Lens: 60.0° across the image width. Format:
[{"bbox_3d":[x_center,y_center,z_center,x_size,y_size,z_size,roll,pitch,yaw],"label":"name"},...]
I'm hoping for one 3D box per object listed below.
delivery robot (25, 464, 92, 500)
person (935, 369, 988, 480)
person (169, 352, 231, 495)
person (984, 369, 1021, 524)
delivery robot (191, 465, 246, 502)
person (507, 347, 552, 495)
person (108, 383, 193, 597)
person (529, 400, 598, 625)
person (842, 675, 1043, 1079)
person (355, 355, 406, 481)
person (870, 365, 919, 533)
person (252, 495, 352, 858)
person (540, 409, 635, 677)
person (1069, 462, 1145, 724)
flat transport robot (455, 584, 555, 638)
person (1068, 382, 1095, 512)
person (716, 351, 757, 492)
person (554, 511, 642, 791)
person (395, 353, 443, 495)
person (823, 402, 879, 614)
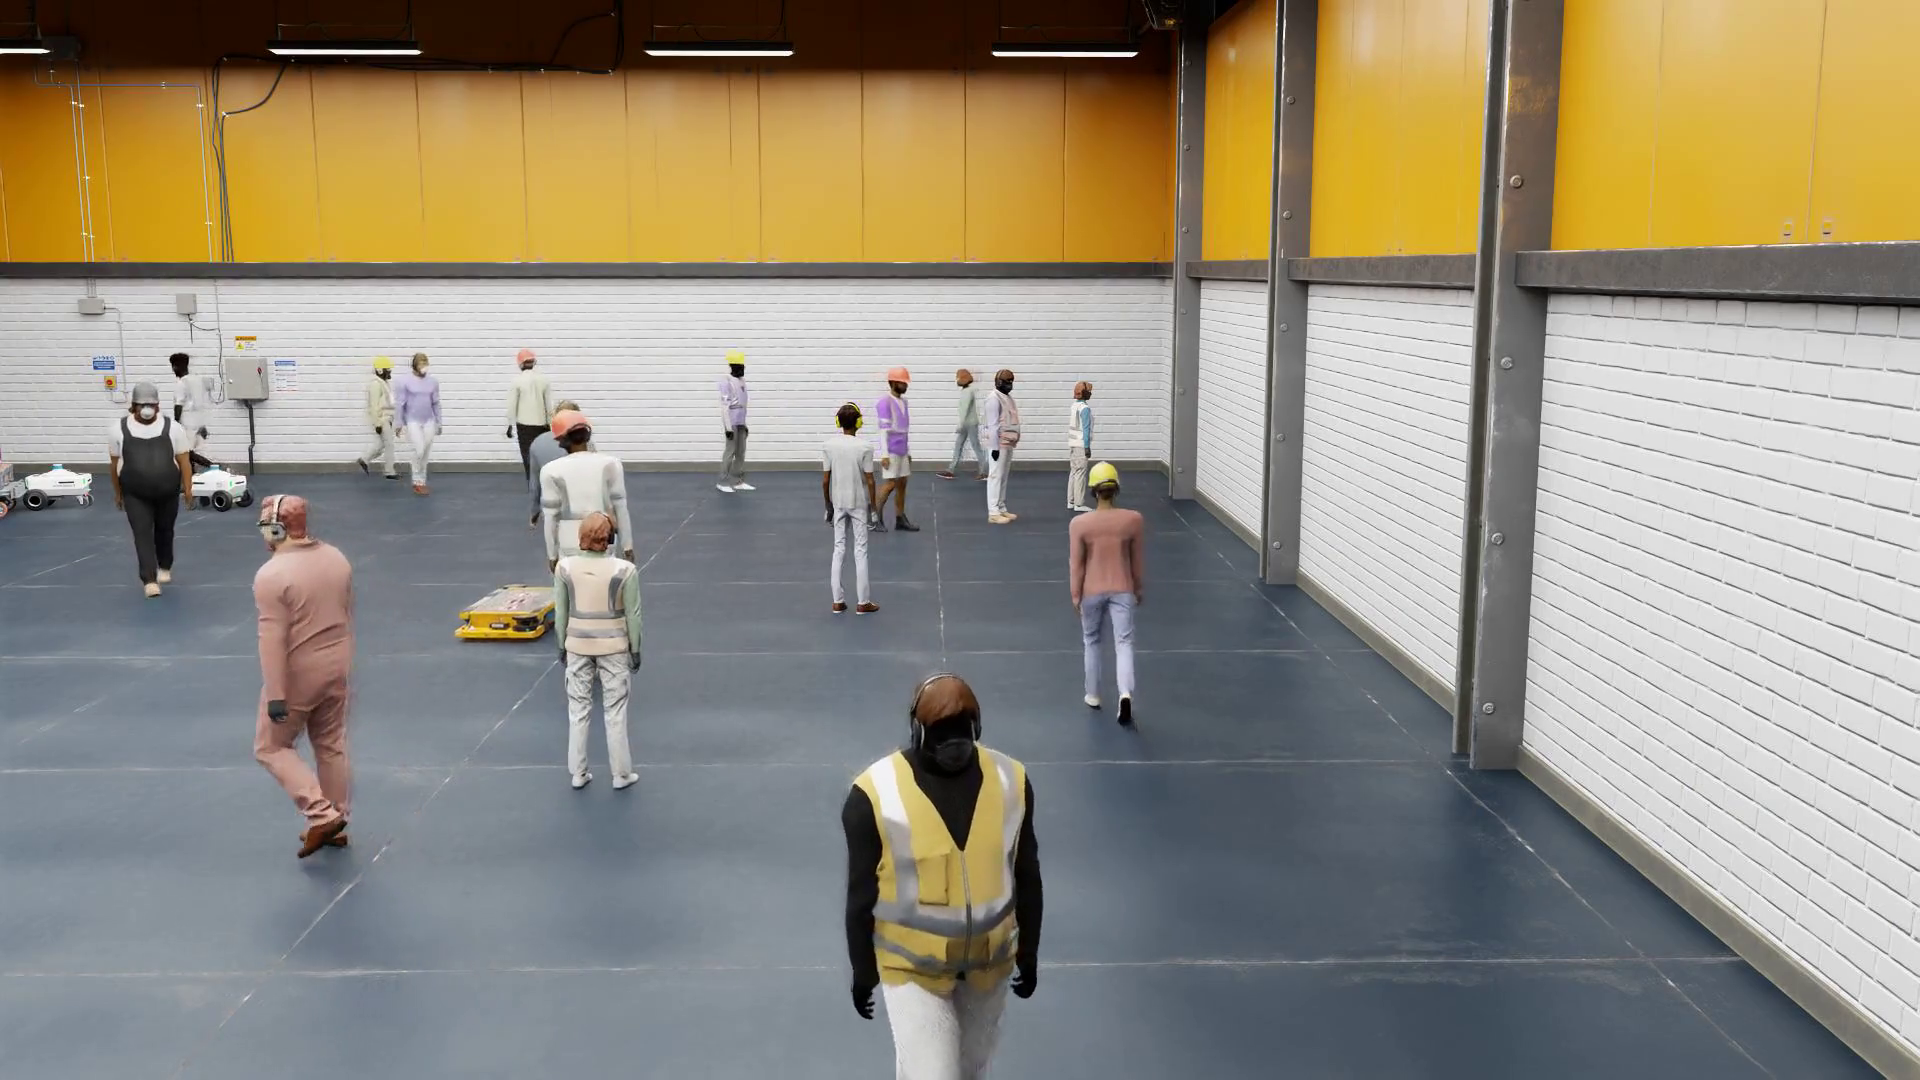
[{"bbox_3d":[-11.421,-0.718,21.085,0.707,0.478,0.477,-2,9,-15],"label":"delivery robot"},{"bbox_3d":[0.034,-1.637,23.811,0.803,1.592,0.513,-2,9,-10],"label":"person"},{"bbox_3d":[-10.193,-1.544,22.236,0.791,1.933,0.659,0,9,0],"label":"person"},{"bbox_3d":[0.512,-1.127,19.958,0.430,1.841,0.624,3,10,18],"label":"person"},{"bbox_3d":[-9.400,-0.705,21.003,0.707,0.478,0.477,2,9,14],"label":"delivery robot"},{"bbox_3d":[-5.787,-1.594,22.398,0.626,2.001,0.449,-9,13,-44],"label":"person"},{"bbox_3d":[-7.638,-0.539,15.727,0.685,2.000,1.062,-5,11,-28],"label":"person"},{"bbox_3d":[-3.327,-0.256,14.372,0.664,1.909,0.810,4,10,23],"label":"person"},{"bbox_3d":[-0.059,1.287,5.239,0.632,1.818,0.837,-3,10,-20],"label":"person"},{"bbox_3d":[-8.305,-1.731,23.719,0.617,1.814,0.611,-2,9,-9],"label":"person"},{"bbox_3d":[-0.745,-1.044,19.155,0.422,1.936,0.564,5,11,29],"label":"person"},{"bbox_3d":[-3.369,0.703,8.577,0.439,1.894,0.683,4,10,21],"label":"person"},{"bbox_3d":[-2.736,0.044,12.261,0.671,2.004,0.547,-3,10,-15],"label":"person"},{"bbox_3d":[0.993,0.344,11.210,0.523,1.740,0.782,0,9,0],"label":"person"},{"bbox_3d":[-3.752,0.598,14.171,0.652,0.197,1.431,0,9,2],"label":"flat transport robot"},{"bbox_3d":[1.515,-1.167,20.839,0.316,1.629,0.508,-2,9,-11],"label":"person"},{"bbox_3d":[-3.096,-1.603,22.733,0.577,1.946,0.613,3,10,19],"label":"person"},{"bbox_3d":[-2.106,0.650,9.680,0.530,1.634,0.313,1,9,5],"label":"person"},{"bbox_3d":[-7.185,-1.538,22.234,0.590,1.917,0.655,7,12,37],"label":"person"},{"bbox_3d":[-0.959,-0.277,14.643,0.516,1.874,0.327,3,10,18],"label":"person"}]
